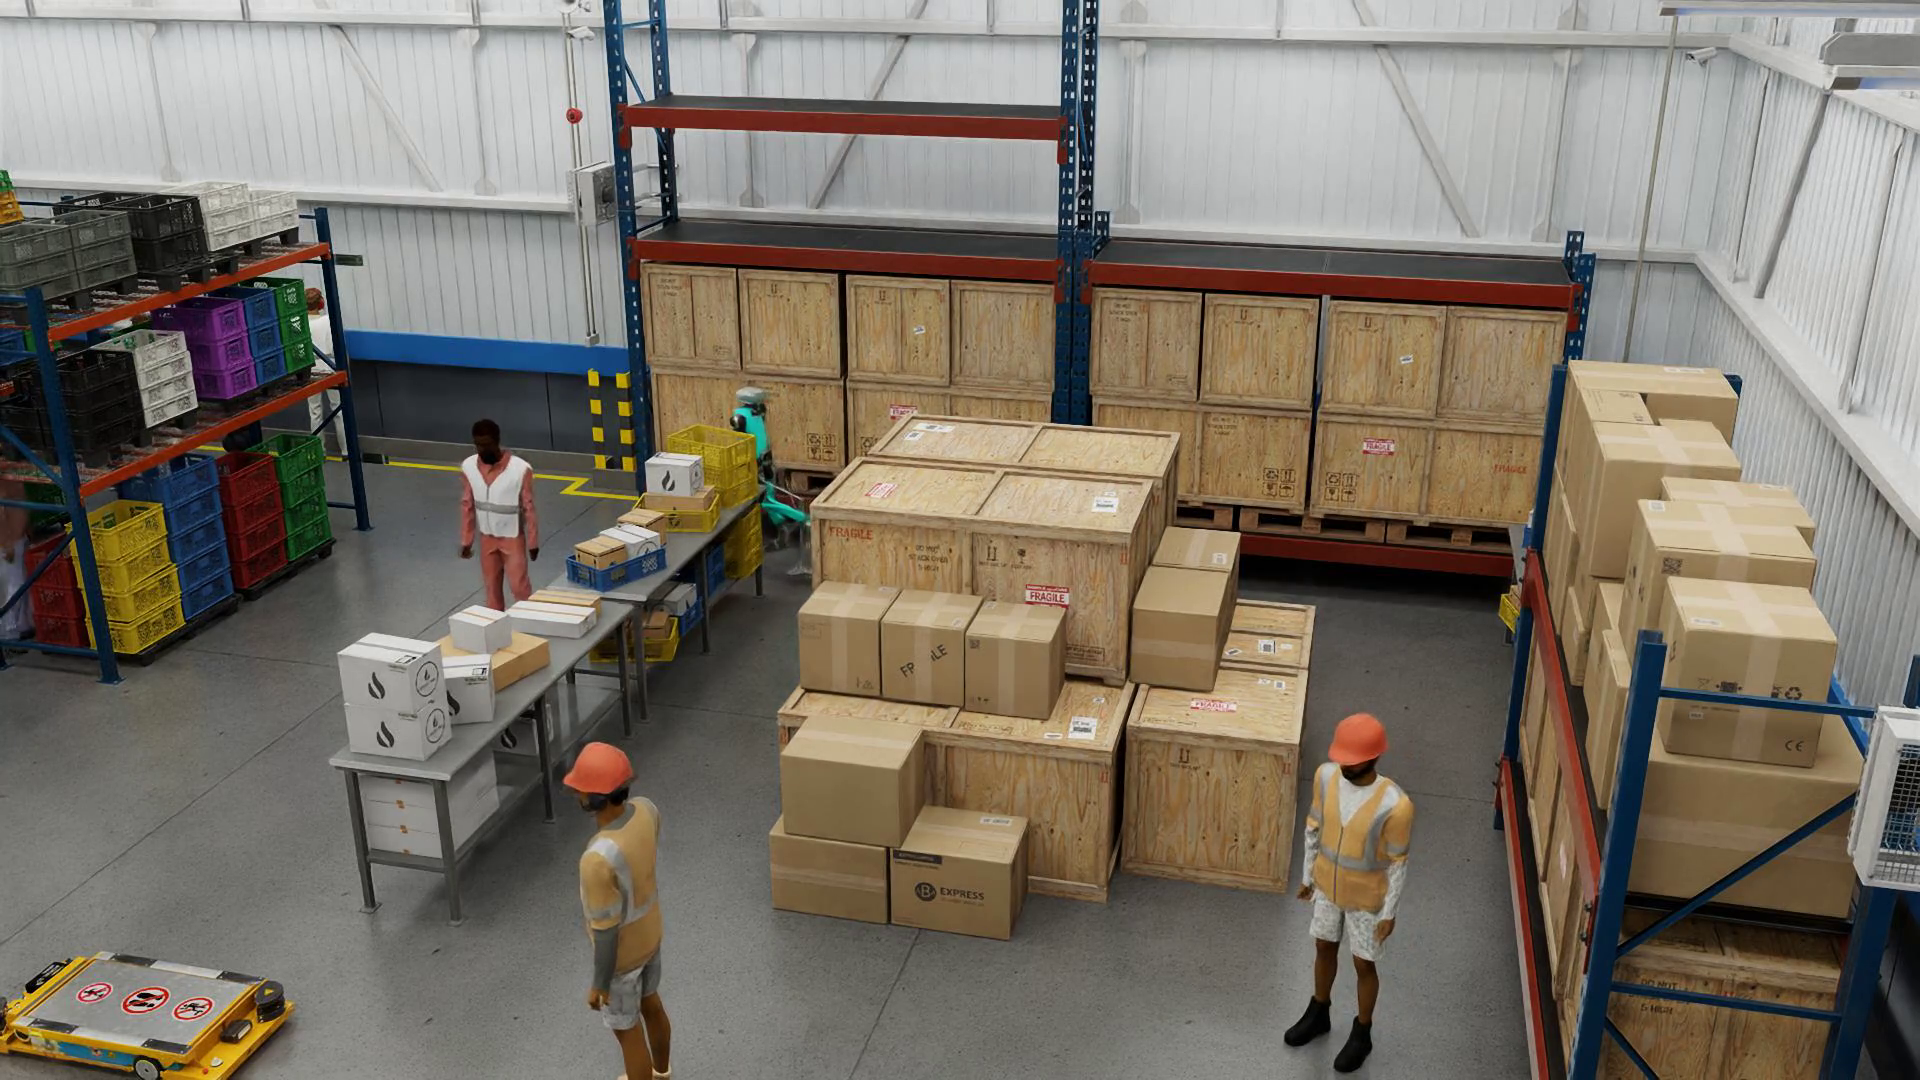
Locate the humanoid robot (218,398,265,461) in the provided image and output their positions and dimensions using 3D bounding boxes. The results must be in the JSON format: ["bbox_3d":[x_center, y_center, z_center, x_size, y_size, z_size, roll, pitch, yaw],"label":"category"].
[{"bbox_3d":[-6.881,-1.050,15.847,0.390,1.629,0.613,0,21,-1],"label":"humanoid robot"}]

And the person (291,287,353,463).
[{"bbox_3d":[-6.627,-1.699,17.281,0.568,1.844,0.378,-5,22,-13],"label":"person"}]

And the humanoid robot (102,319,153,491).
[{"bbox_3d":[-8.296,-1.231,16.241,0.817,1.791,0.562,-10,23,-24],"label":"humanoid robot"}]

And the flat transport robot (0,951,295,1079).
[{"bbox_3d":[-4.270,2.464,8.601,1.431,0.231,0.659,5,22,13],"label":"flat transport robot"}]

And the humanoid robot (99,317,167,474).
[{"bbox_3d":[-8.445,-1.536,16.961,0.542,1.760,0.674,-18,27,-38],"label":"humanoid robot"}]

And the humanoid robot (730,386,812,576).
[{"bbox_3d":[-1.538,-0.427,14.159,1.039,1.755,0.541,6,22,15],"label":"humanoid robot"}]

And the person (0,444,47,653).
[{"bbox_3d":[-7.410,0.008,12.993,0.328,1.730,0.661,-7,22,-18],"label":"person"}]

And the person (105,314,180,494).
[{"bbox_3d":[-8.002,-1.330,16.356,0.663,1.807,0.432,-1,21,-3],"label":"person"}]

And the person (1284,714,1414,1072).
[{"bbox_3d":[1.906,1.725,8.199,0.376,1.932,0.550,-19,28,-41],"label":"person"}]

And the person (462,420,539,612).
[{"bbox_3d":[-3.519,-0.022,12.806,0.604,1.904,0.452,7,22,18],"label":"person"}]

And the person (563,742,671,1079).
[{"bbox_3d":[-1.576,1.862,7.693,0.387,2.045,0.605,5,21,13],"label":"person"}]
